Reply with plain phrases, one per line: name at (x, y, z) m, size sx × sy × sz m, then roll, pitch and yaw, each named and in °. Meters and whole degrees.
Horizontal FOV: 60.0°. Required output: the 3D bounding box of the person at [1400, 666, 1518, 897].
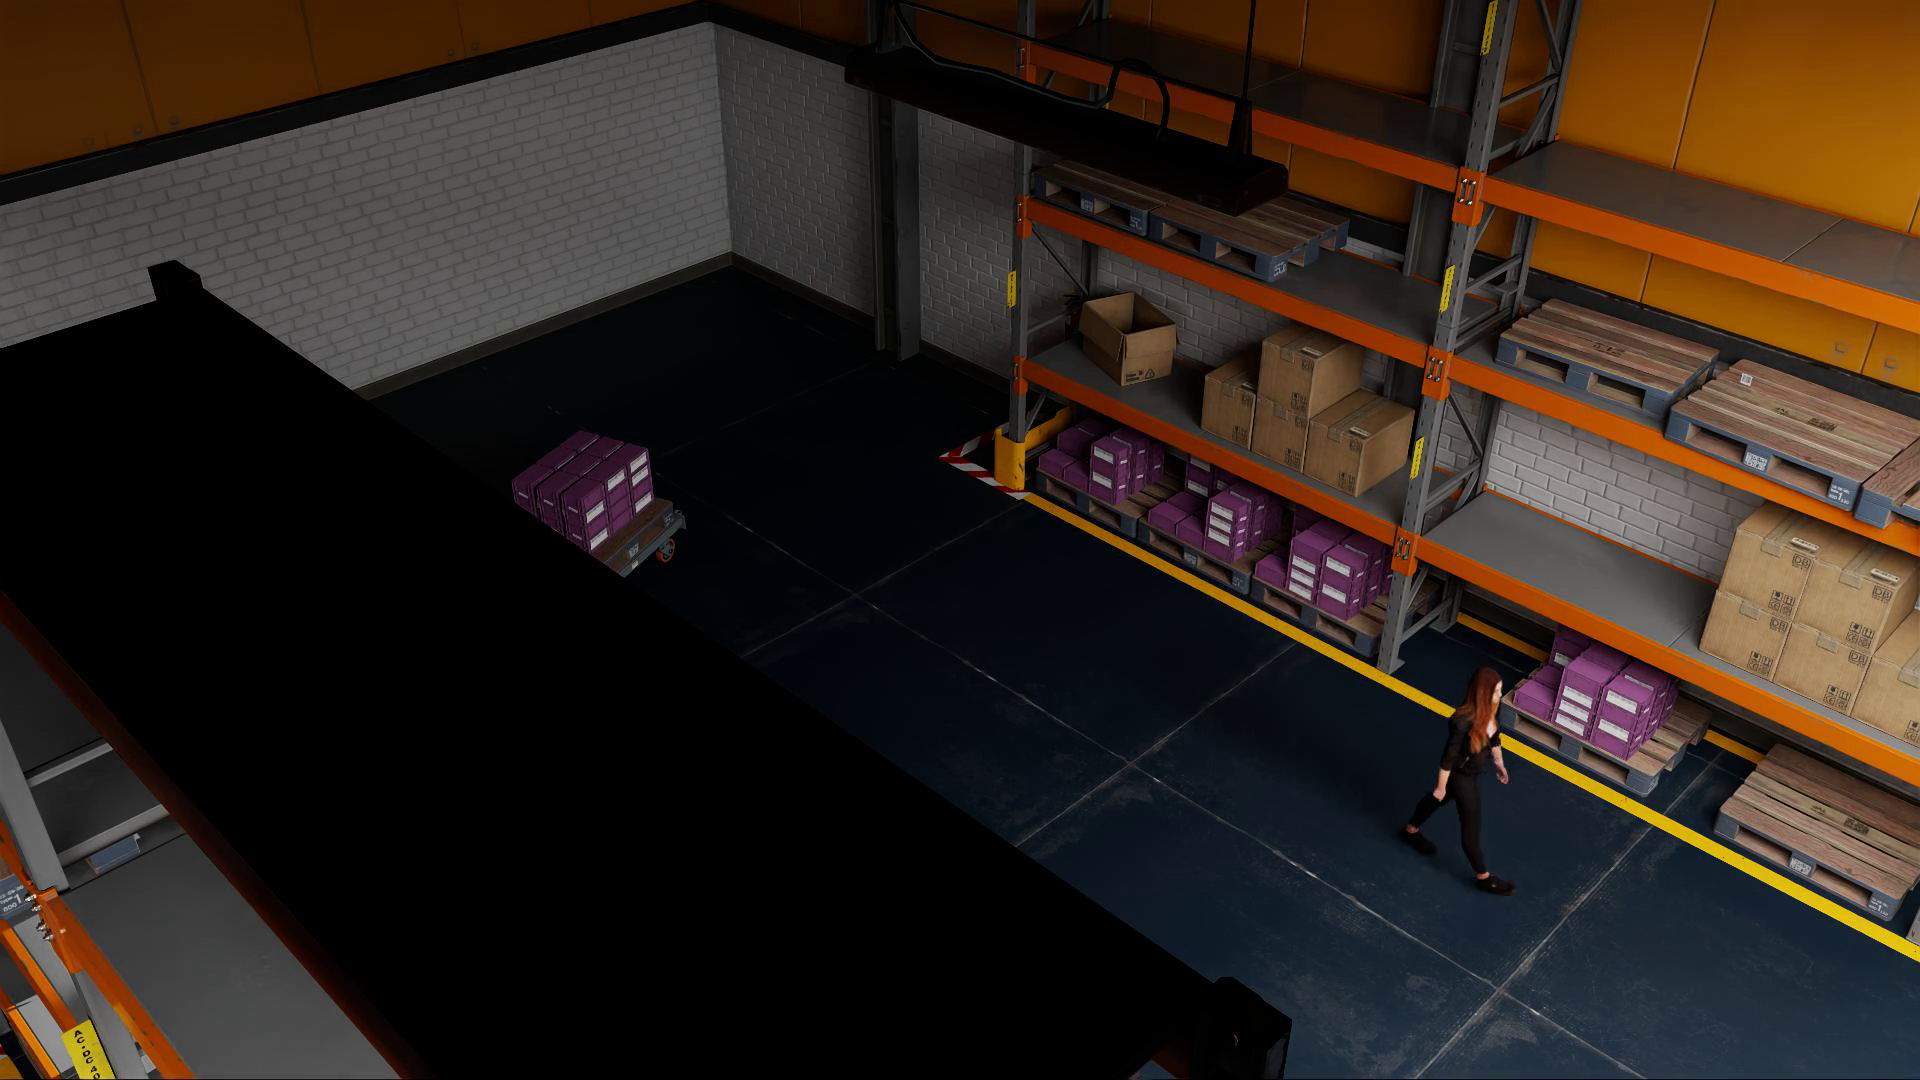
person at (3.208, 1.473, 10.874) m, size 1.120 × 1.668 × 0.662 m, roll 25°, pitch 41°, yaw 32°
